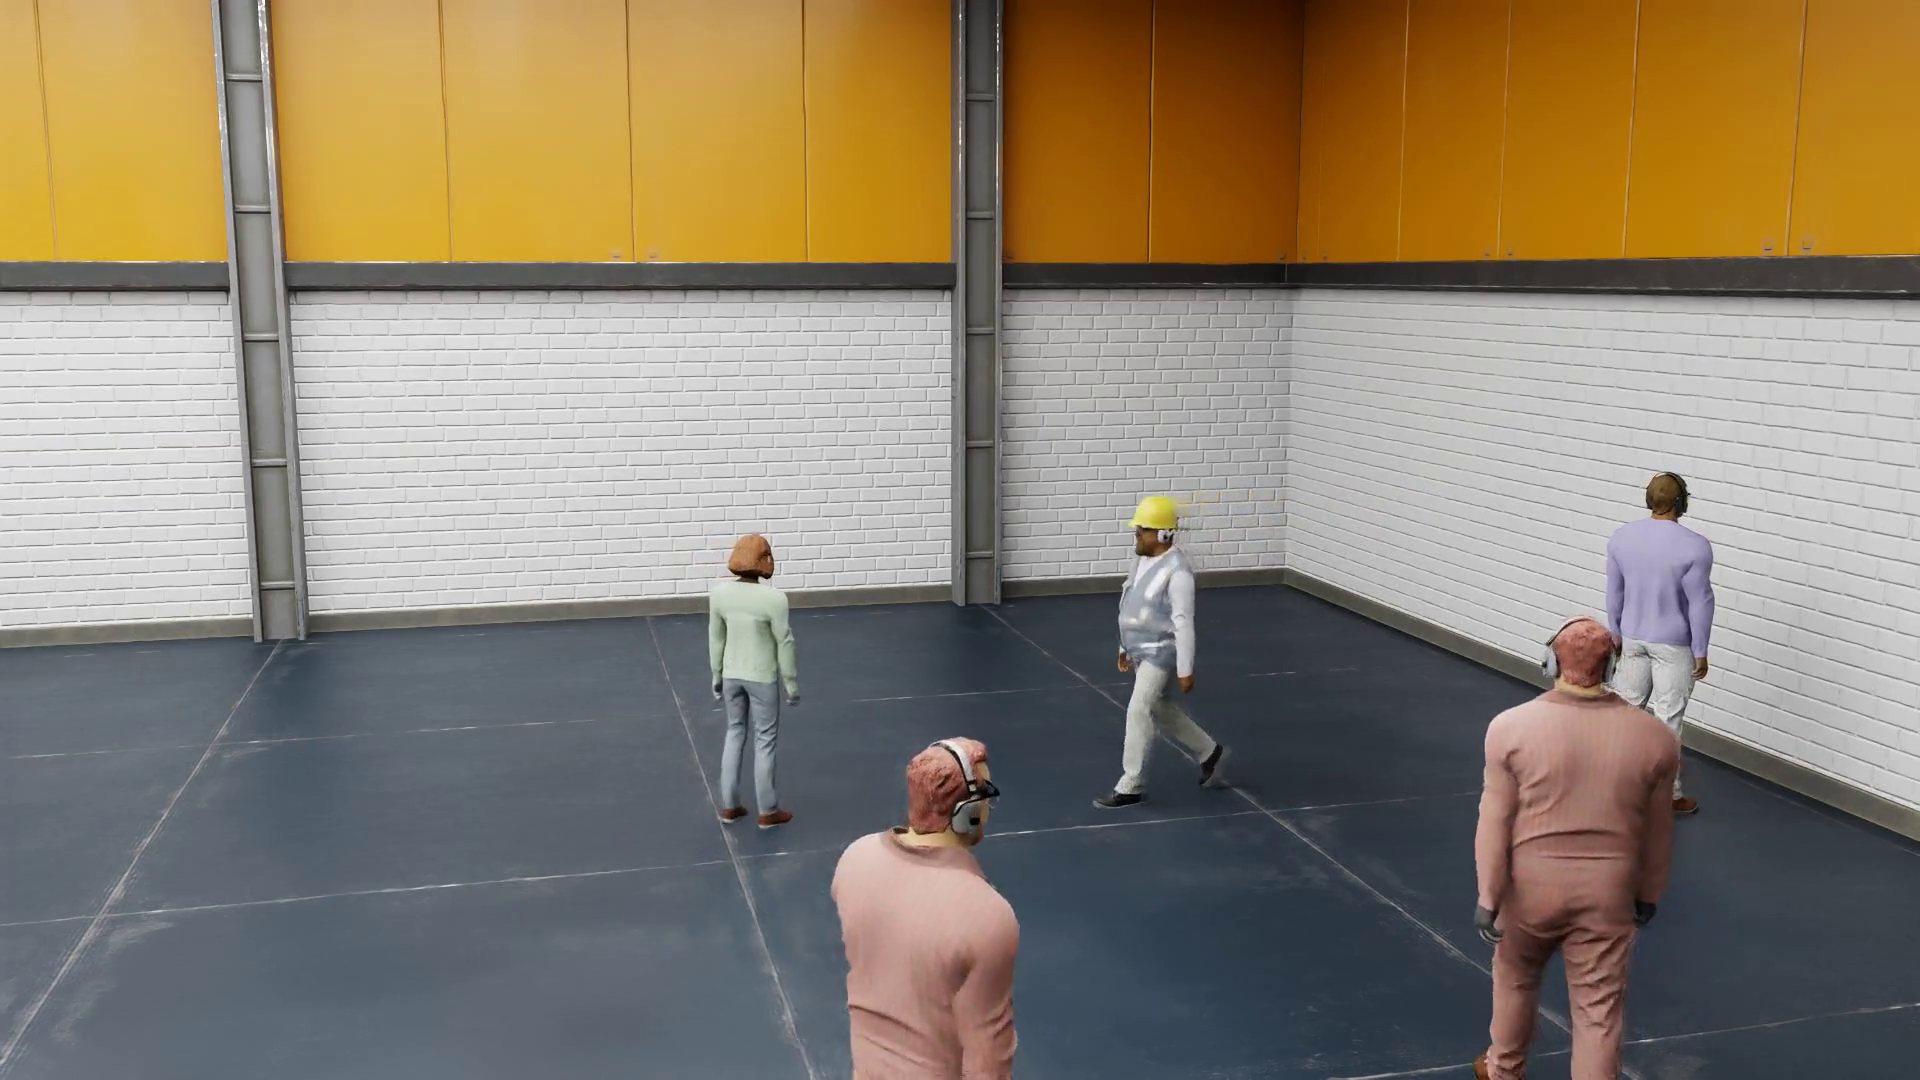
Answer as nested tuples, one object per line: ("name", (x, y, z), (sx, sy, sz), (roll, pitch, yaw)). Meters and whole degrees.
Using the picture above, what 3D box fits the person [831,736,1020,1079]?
("person", (-0.082, 1.425, 4.338), (0.642, 1.866, 0.970), (8, 12, 42))

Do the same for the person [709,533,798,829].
("person", (-1.134, 0.769, 9.111), (0.514, 1.631, 0.275), (5, 10, 27))

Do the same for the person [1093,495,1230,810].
("person", (1.175, 0.624, 9.494), (0.826, 1.808, 0.590), (-2, 9, -14))

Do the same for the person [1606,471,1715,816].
("person", (3.924, 0.578, 9.350), (0.372, 1.940, 0.630), (-6, 11, -35))

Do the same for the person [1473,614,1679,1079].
("person", (2.105, 1.175, 5.818), (0.665, 1.874, 0.837), (1, 9, 7))
